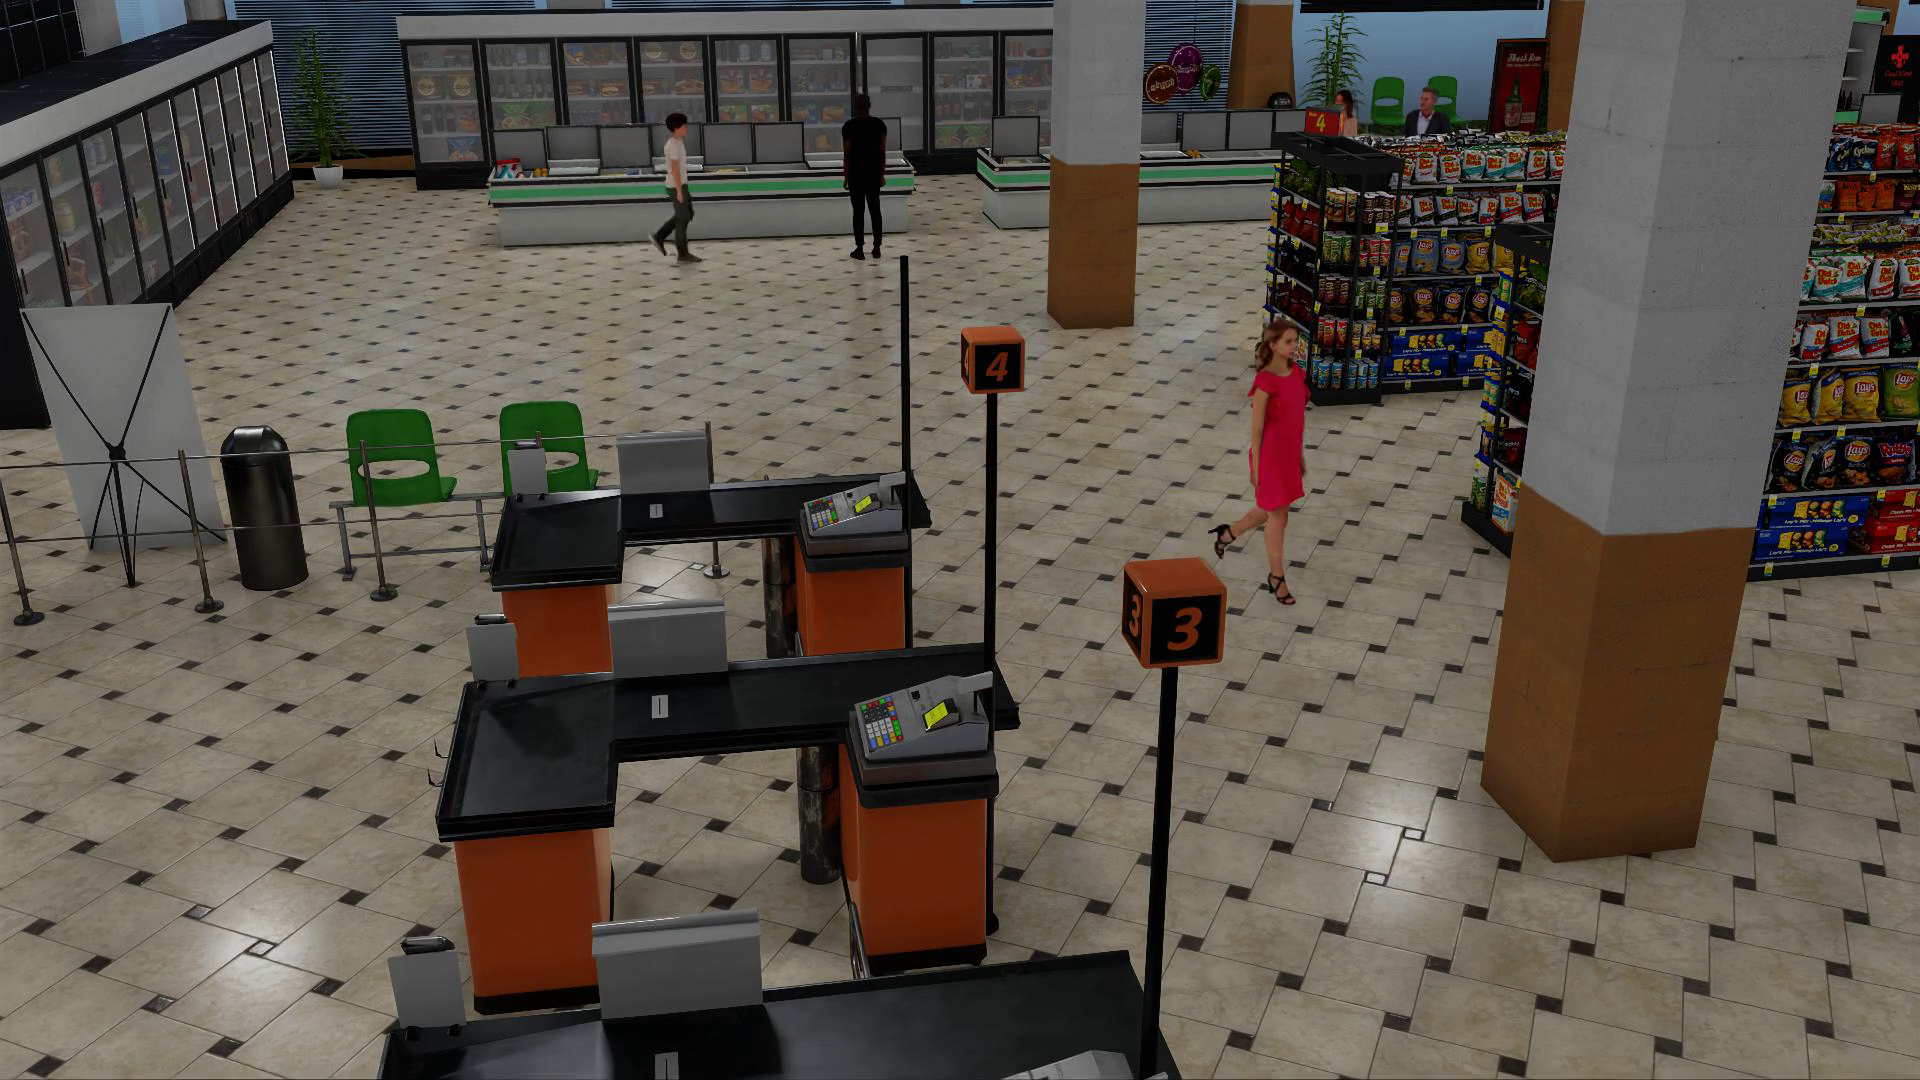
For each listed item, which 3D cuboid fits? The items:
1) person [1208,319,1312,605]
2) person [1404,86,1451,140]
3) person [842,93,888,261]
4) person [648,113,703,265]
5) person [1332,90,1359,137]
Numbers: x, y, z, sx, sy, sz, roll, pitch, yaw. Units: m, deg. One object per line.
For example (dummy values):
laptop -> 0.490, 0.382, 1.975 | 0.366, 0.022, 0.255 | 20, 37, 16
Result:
person -> 1.809, -0.490, 9.864 | 0.950, 1.708, 0.951 | -20, 29, -41
person -> 5.327, -4.312, 19.204 | 0.789, 1.836, 0.869 | 13, 25, 29
person -> -1.065, -4.069, 18.620 | 0.556, 1.820, 0.766 | -8, 23, -19
person -> -3.194, -3.867, 18.354 | 0.843, 1.643, 0.625 | -1, 22, -3
person -> 4.445, -4.314, 19.315 | 1.185, 1.757, 0.898 | -14, 26, -32
